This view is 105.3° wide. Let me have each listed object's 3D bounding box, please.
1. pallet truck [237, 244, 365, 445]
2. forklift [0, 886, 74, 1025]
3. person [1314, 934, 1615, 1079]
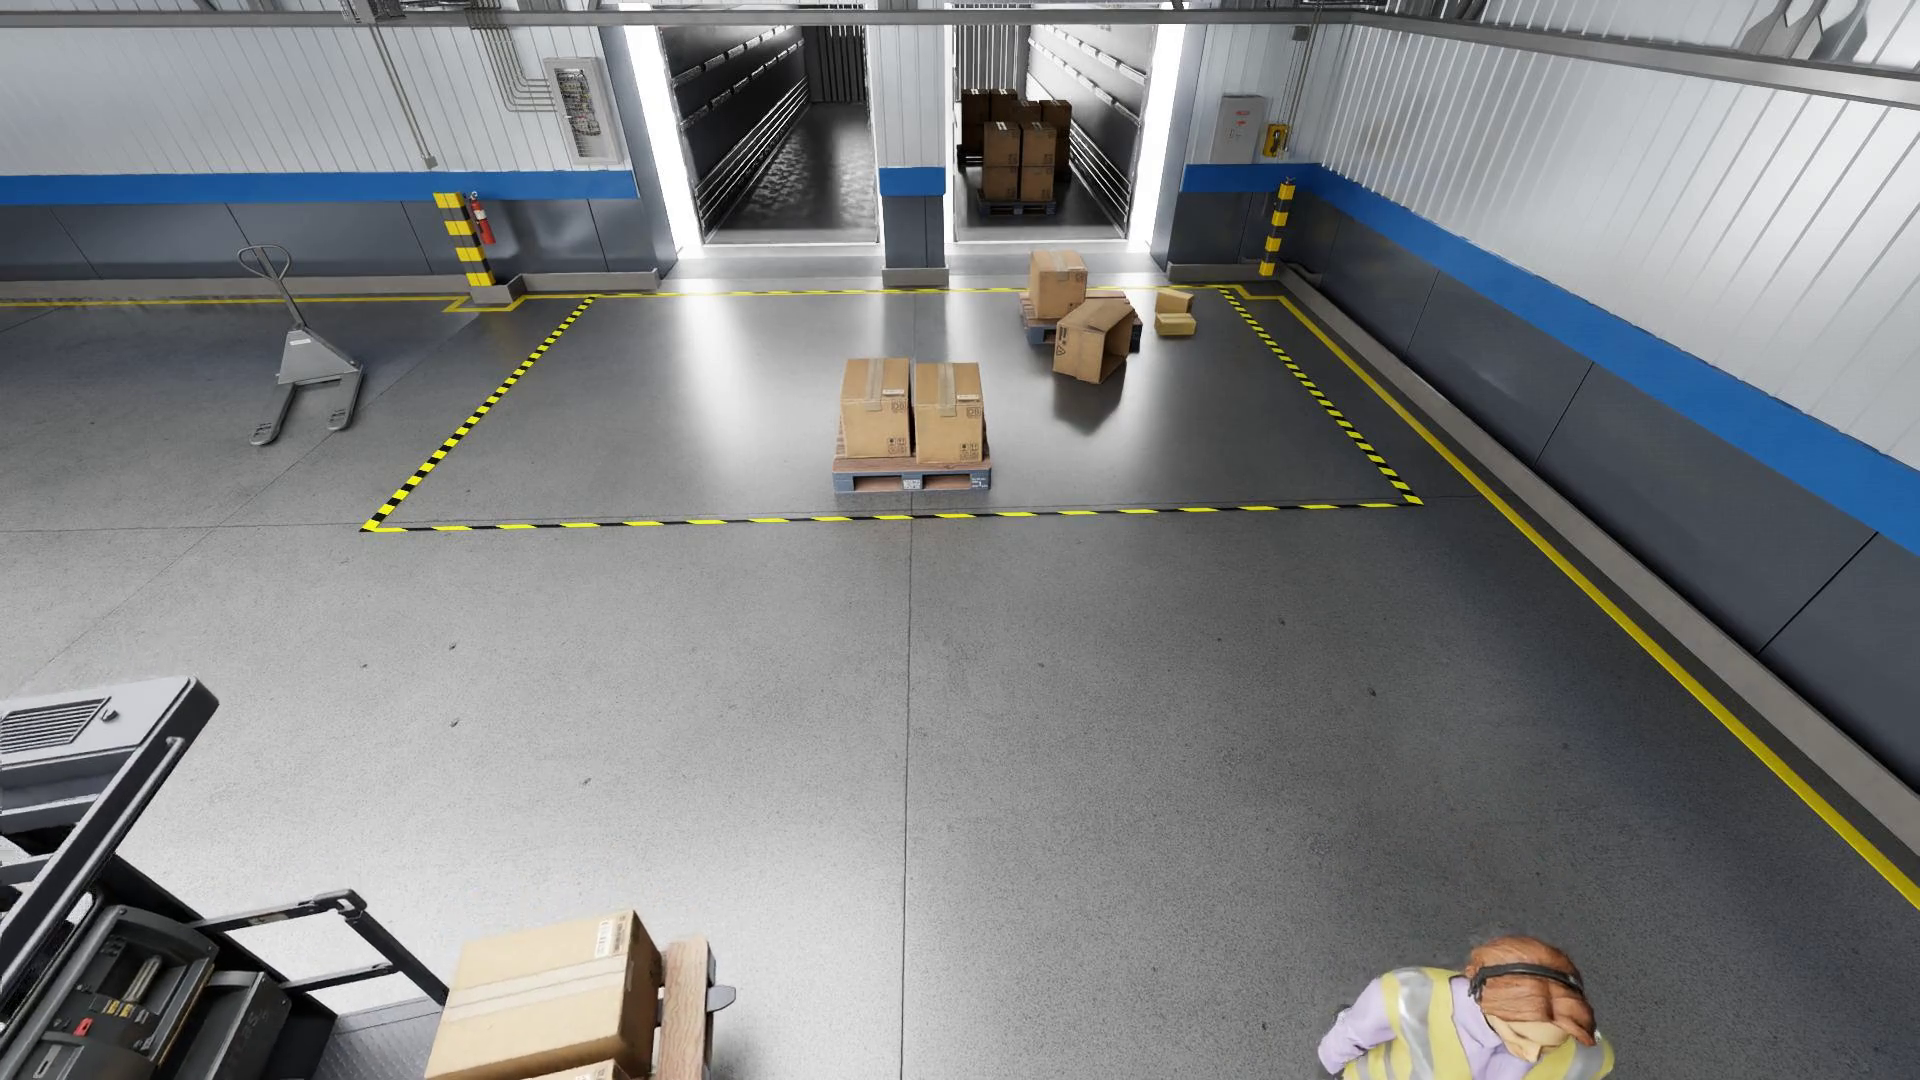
[{"bbox_3d":[-5.915,-1.733,6.366,0.680,1.201,1.601,-18,42,-21],"label":"pallet truck"},{"bbox_3d":[-2.329,1.468,1.687,0.776,2.013,0.716,-8,39,-9],"label":"forklift"},{"bbox_3d":[1.246,1.465,2.030,0.513,1.609,0.743,7,39,9],"label":"person"}]
